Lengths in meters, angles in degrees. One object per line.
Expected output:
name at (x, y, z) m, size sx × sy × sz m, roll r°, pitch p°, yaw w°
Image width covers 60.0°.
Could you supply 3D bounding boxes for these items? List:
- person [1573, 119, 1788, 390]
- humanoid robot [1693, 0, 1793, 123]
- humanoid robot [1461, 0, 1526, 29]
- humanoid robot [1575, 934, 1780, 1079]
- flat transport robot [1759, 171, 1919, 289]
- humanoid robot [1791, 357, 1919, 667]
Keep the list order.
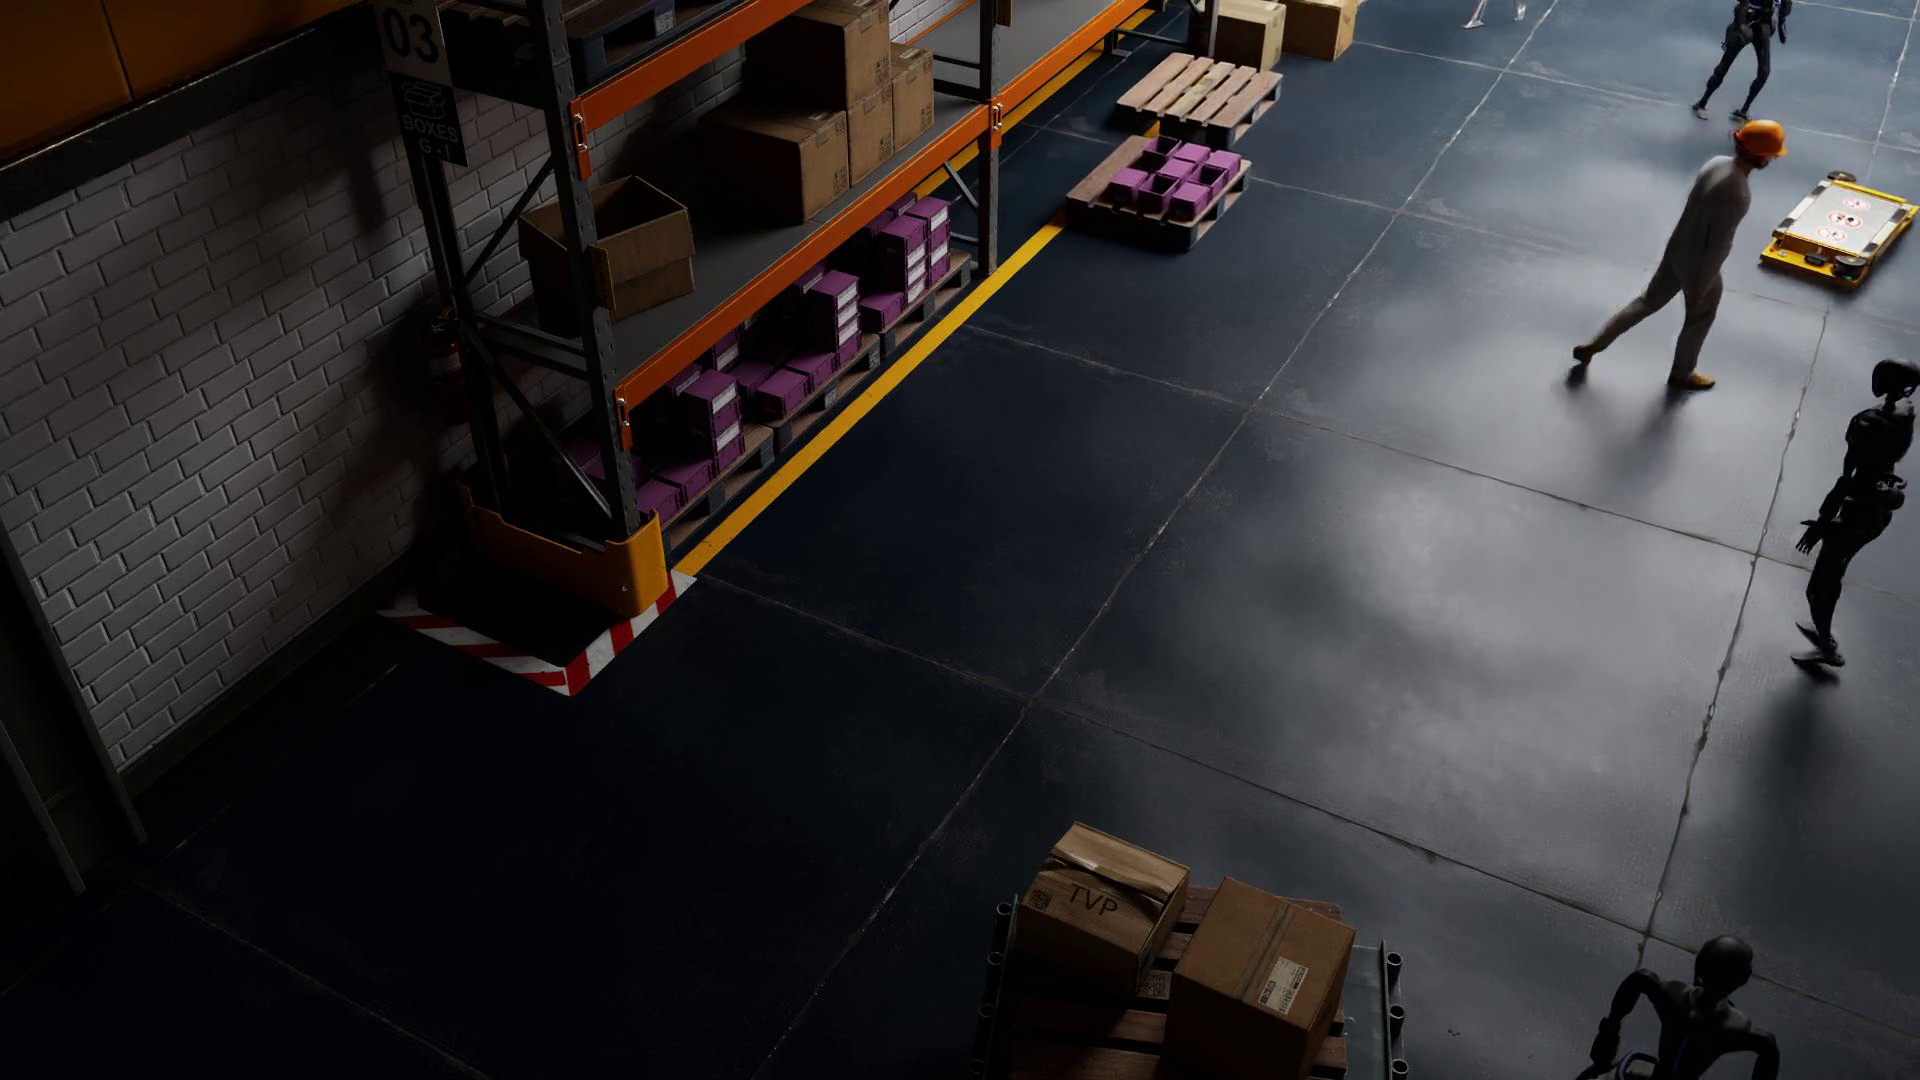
person at (4.370, -1.715, 10.113) m, size 0.831 × 1.860 × 0.619 m, roll -2°, pitch 39°, yaw -2°
humanoid robot at (6.357, -4.129, 13.262) m, size 0.585 × 1.633 × 0.595 m, roll -16°, pitch 41°, yaw -19°
humanoid robot at (4.953, -5.411, 14.867) m, size 0.832 × 1.851 × 0.557 m, roll -22°, pitch 44°, yaw -25°
humanoid robot at (2.374, 1.955, 5.656) m, size 0.591 × 1.652 × 0.376 m, roll 27°, pitch 46°, yaw 30°
flat transport robot at (6.388, -2.255, 12.039) m, size 0.659 × 0.231 × 1.431 m, roll 28°, pitch 46°, yaw 30°
humanoid robot at (4.499, -0.109, 8.252) m, size 0.593 × 1.633 × 0.524 m, roll -17°, pitch 42°, yaw -20°
